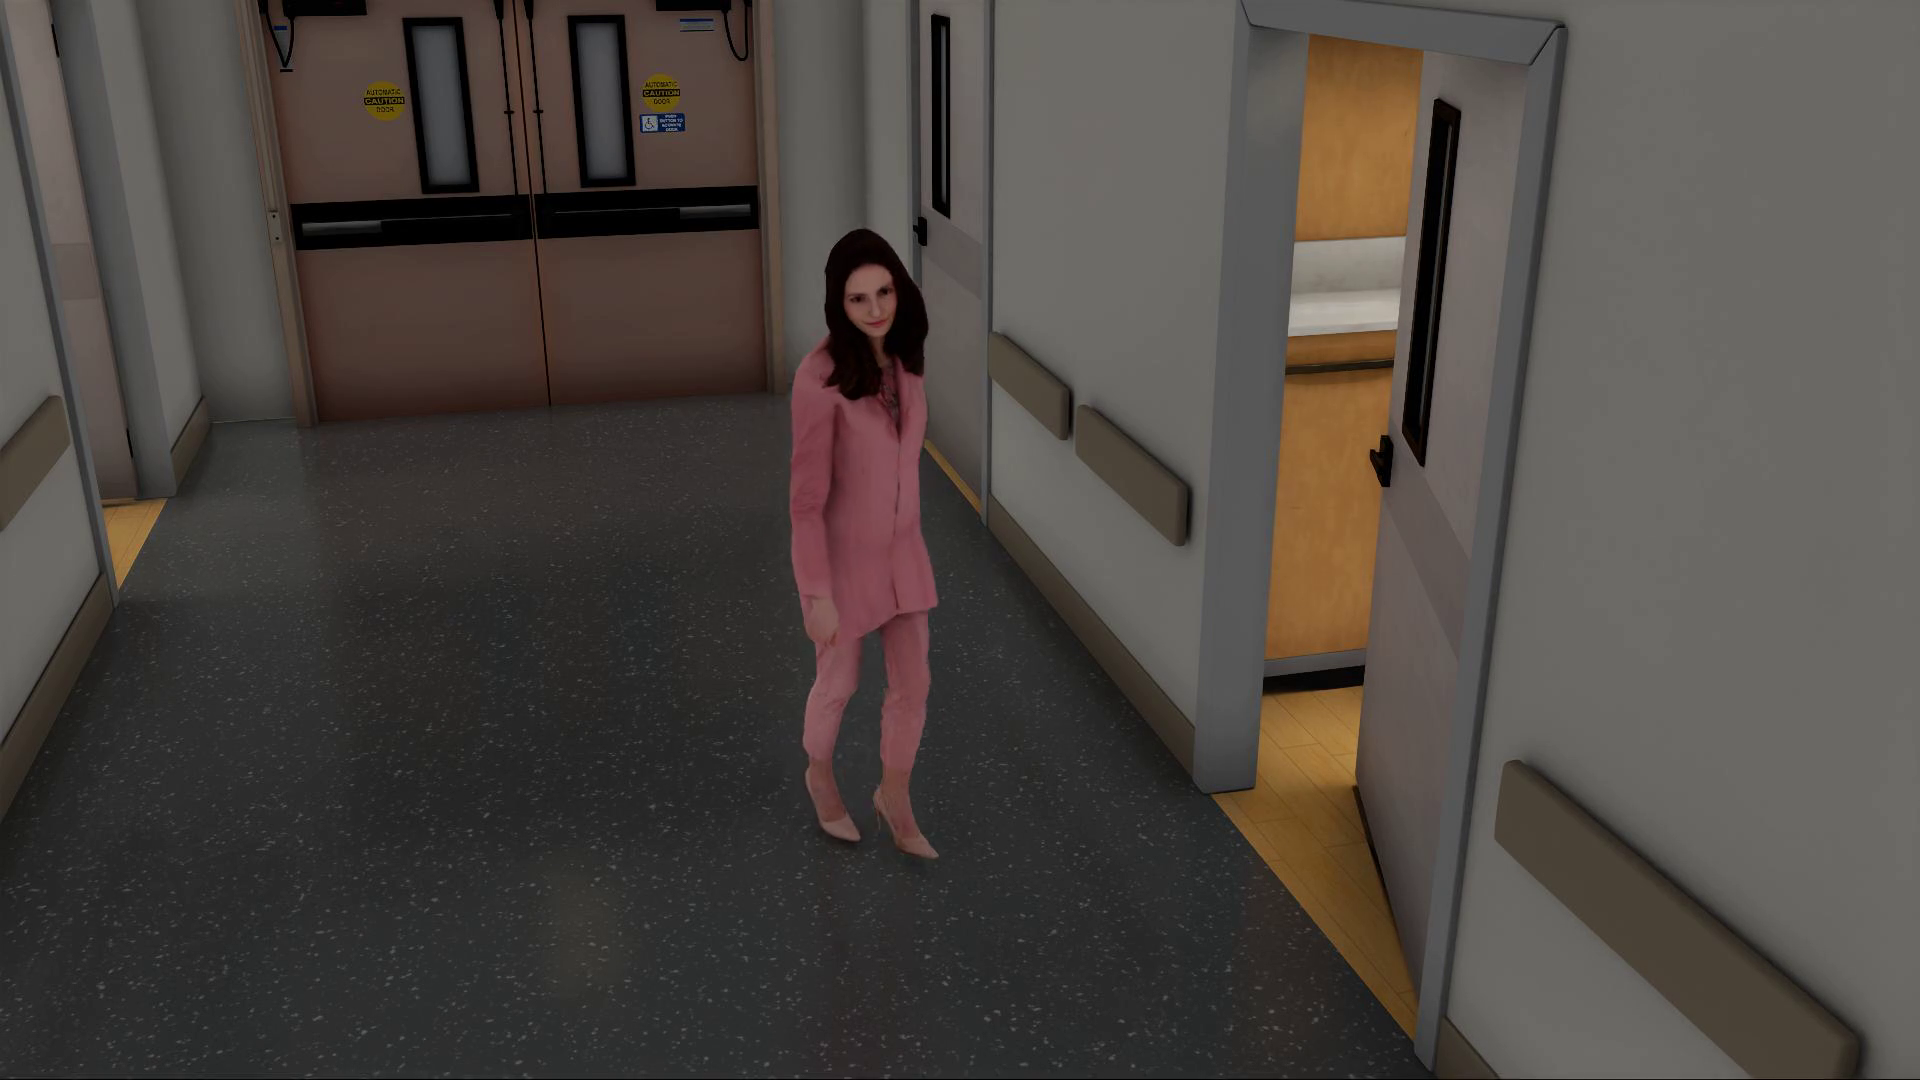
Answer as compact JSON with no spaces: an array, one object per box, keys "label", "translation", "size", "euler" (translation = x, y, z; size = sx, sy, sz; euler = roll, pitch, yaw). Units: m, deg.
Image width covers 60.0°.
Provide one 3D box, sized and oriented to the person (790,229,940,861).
[{"label":"person","translation":[-0.305,0.043,4.431],"size":[0.870,1.764,0.790],"euler":[17,27,38]}]
